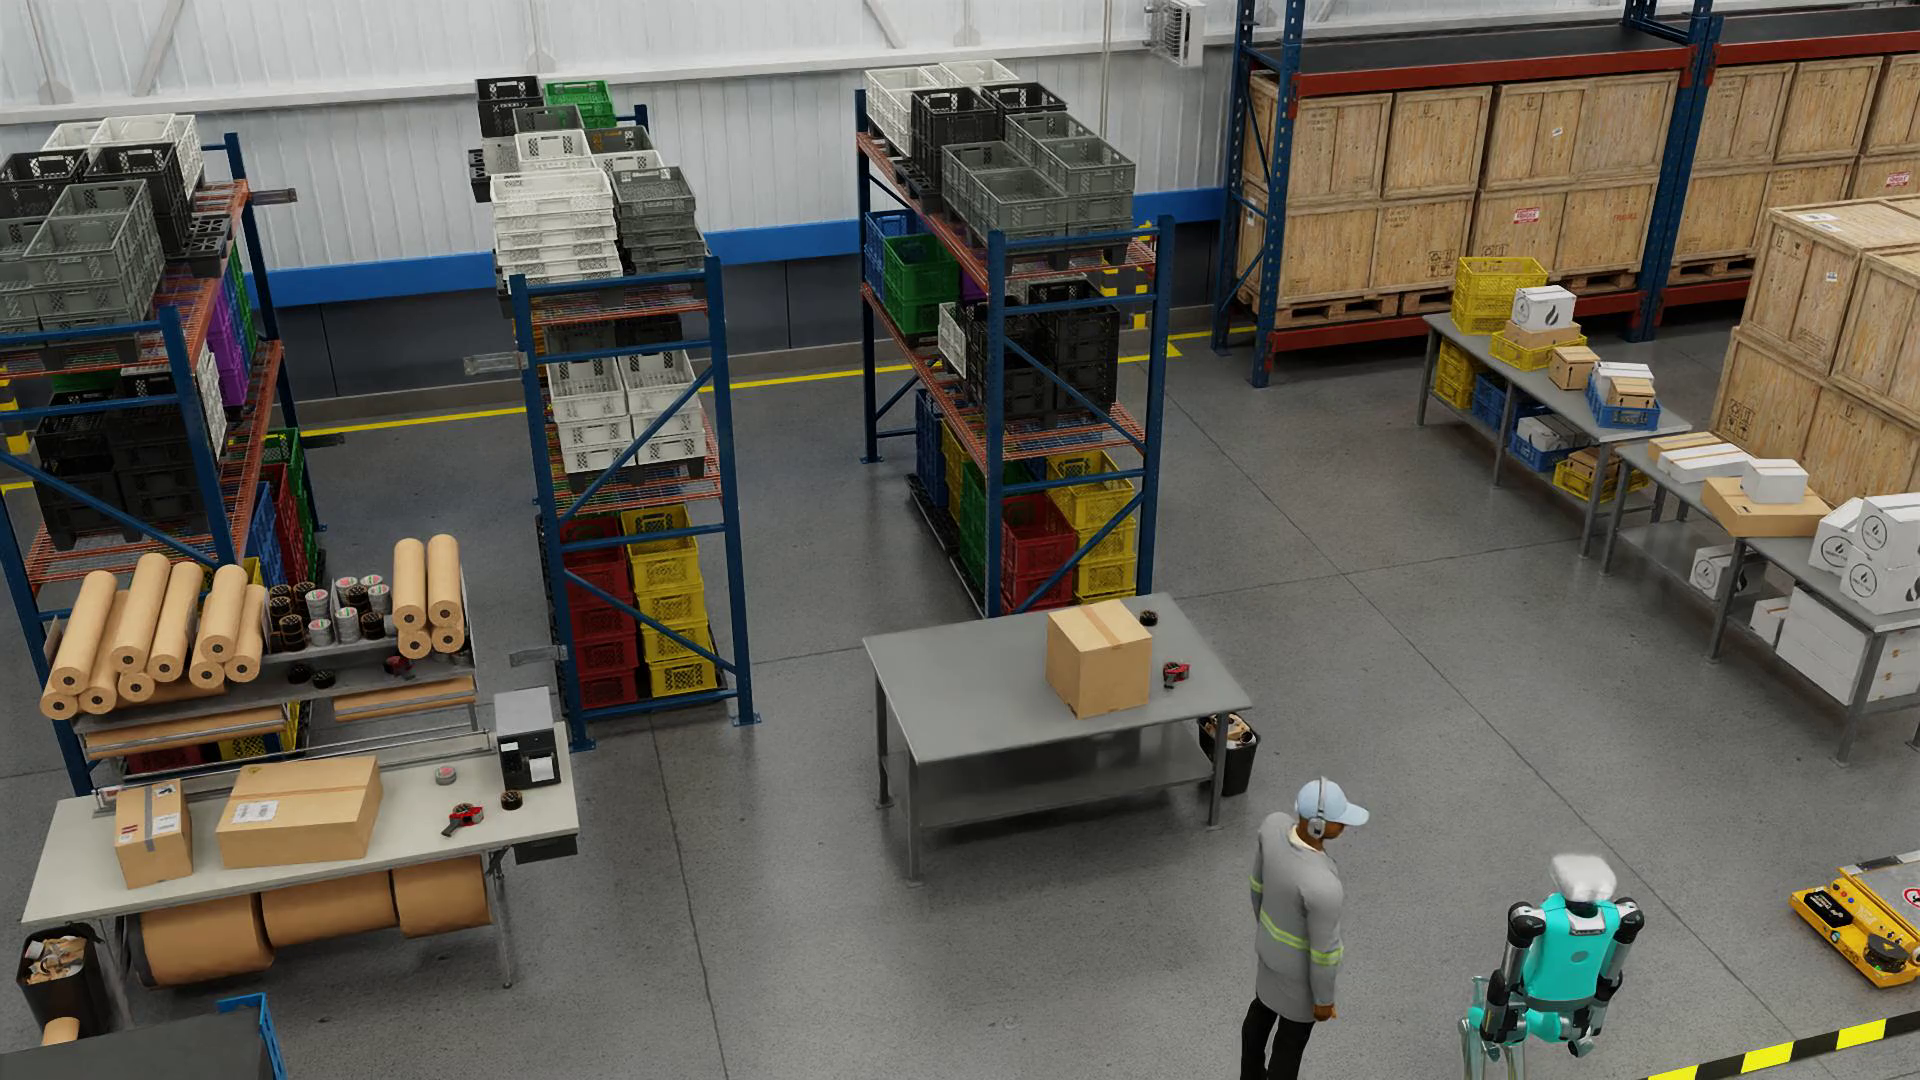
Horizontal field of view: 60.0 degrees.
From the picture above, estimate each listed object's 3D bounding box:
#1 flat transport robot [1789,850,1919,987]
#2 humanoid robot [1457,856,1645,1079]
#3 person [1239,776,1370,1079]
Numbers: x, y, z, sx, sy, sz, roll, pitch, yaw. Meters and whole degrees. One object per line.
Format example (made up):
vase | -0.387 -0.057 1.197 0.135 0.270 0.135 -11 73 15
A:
flat transport robot | 5.163 1.916 8.676 1.431 0.231 0.659 -8 30 -14
humanoid robot | 2.405 1.892 7.054 0.533 1.679 0.735 -2 29 -4
person | 1.481 1.799 7.245 0.388 1.849 0.596 -9 30 -16
